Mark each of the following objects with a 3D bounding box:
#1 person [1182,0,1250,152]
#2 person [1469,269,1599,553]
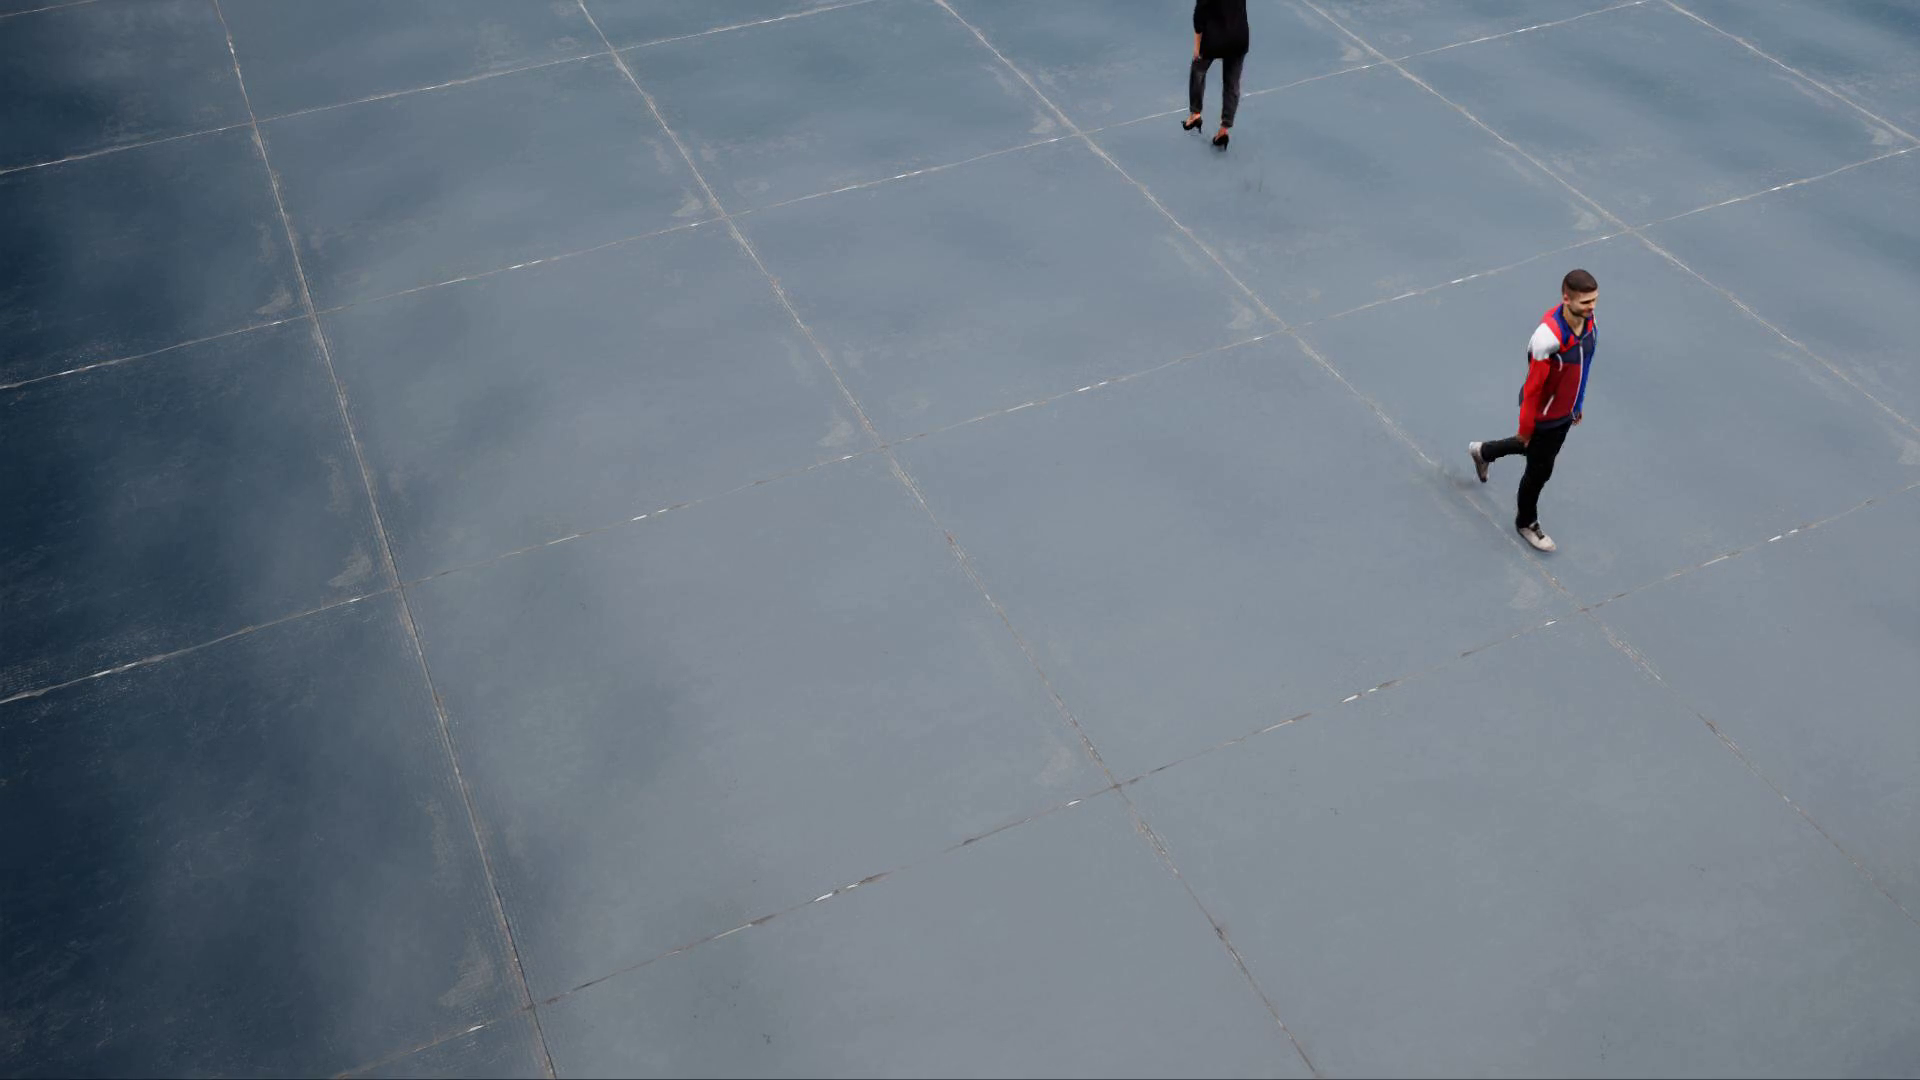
[{"bbox_3d":[2.040,-3.752,12.626,0.686,1.697,0.768,-12,44,-13],"label":"person"},{"bbox_3d":[3.247,-0.785,9.326,0.807,1.741,1.054,-29,50,-28],"label":"person"}]
